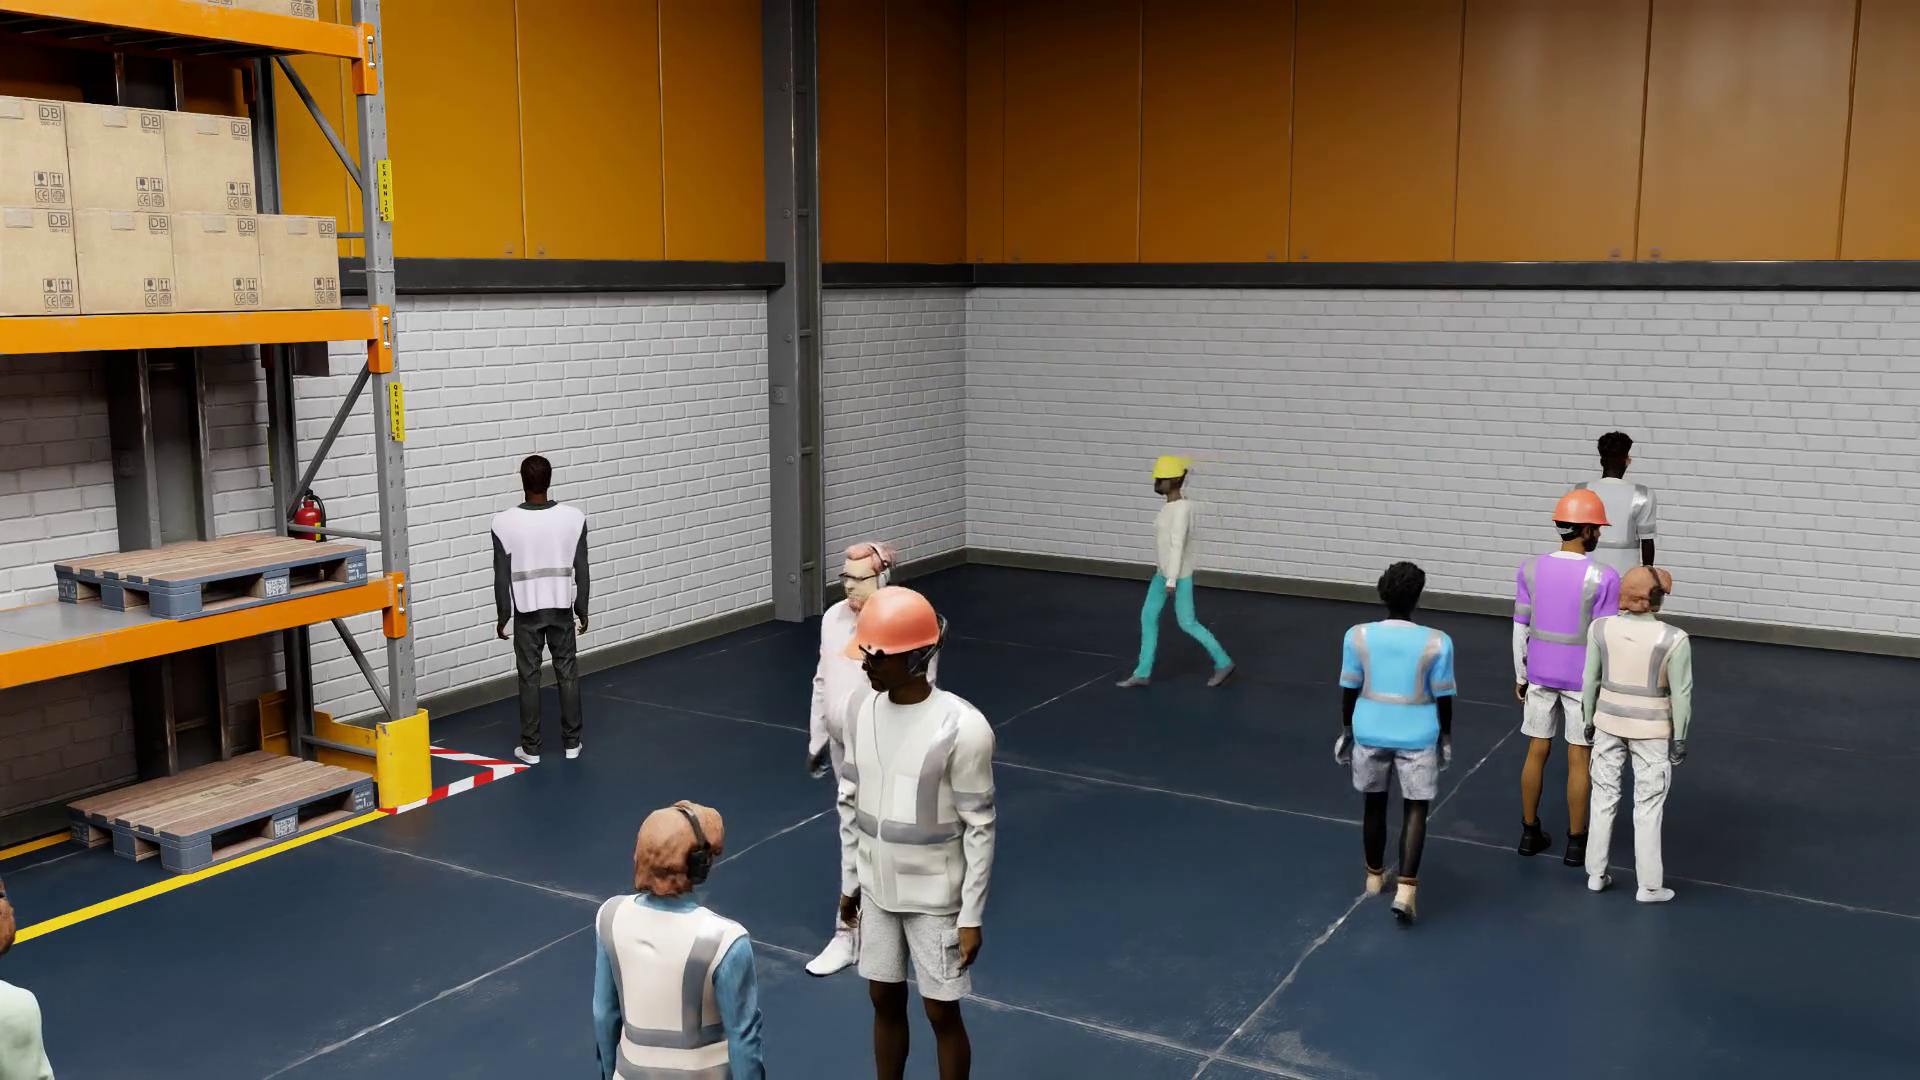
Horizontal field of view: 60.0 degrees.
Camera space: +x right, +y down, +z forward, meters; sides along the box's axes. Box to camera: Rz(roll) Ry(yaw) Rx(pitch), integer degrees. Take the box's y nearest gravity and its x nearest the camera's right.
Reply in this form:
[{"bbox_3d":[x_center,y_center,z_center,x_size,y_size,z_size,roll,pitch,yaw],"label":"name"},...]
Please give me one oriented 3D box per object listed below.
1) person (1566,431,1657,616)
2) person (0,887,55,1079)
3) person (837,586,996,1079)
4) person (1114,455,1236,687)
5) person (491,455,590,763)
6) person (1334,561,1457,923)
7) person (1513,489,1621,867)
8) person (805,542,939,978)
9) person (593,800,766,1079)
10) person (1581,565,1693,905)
[{"bbox_3d":[4.435,0.232,11.407,0.610,1.962,0.365,4,10,21],"label":"person"},{"bbox_3d":[-2.400,1.569,4.085,0.500,1.636,0.281,2,9,15],"label":"person"},{"bbox_3d":[-0.176,1.150,5.452,0.610,2.037,0.400,7,12,38],"label":"person"},{"bbox_3d":[1.605,0.242,12.092,0.849,1.737,0.534,-1,9,-8],"label":"person"},{"bbox_3d":[-2.586,0.430,10.312,0.591,1.922,0.392,-4,10,-25],"label":"person"},{"bbox_3d":[2.047,0.946,7.896,0.572,1.709,0.529,4,10,25],"label":"person"},{"bbox_3d":[3.130,0.702,8.571,0.550,1.933,0.370,9,13,44],"label":"person"},{"bbox_3d":[-0.369,0.915,7.431,0.642,1.874,0.926,9,13,43],"label":"person"},{"bbox_3d":[-0.749,1.508,4.464,0.523,1.636,0.311,5,10,27],"label":"person"},{"bbox_3d":[3.256,0.936,8.039,0.313,1.636,0.517,-9,13,-44],"label":"person"}]
